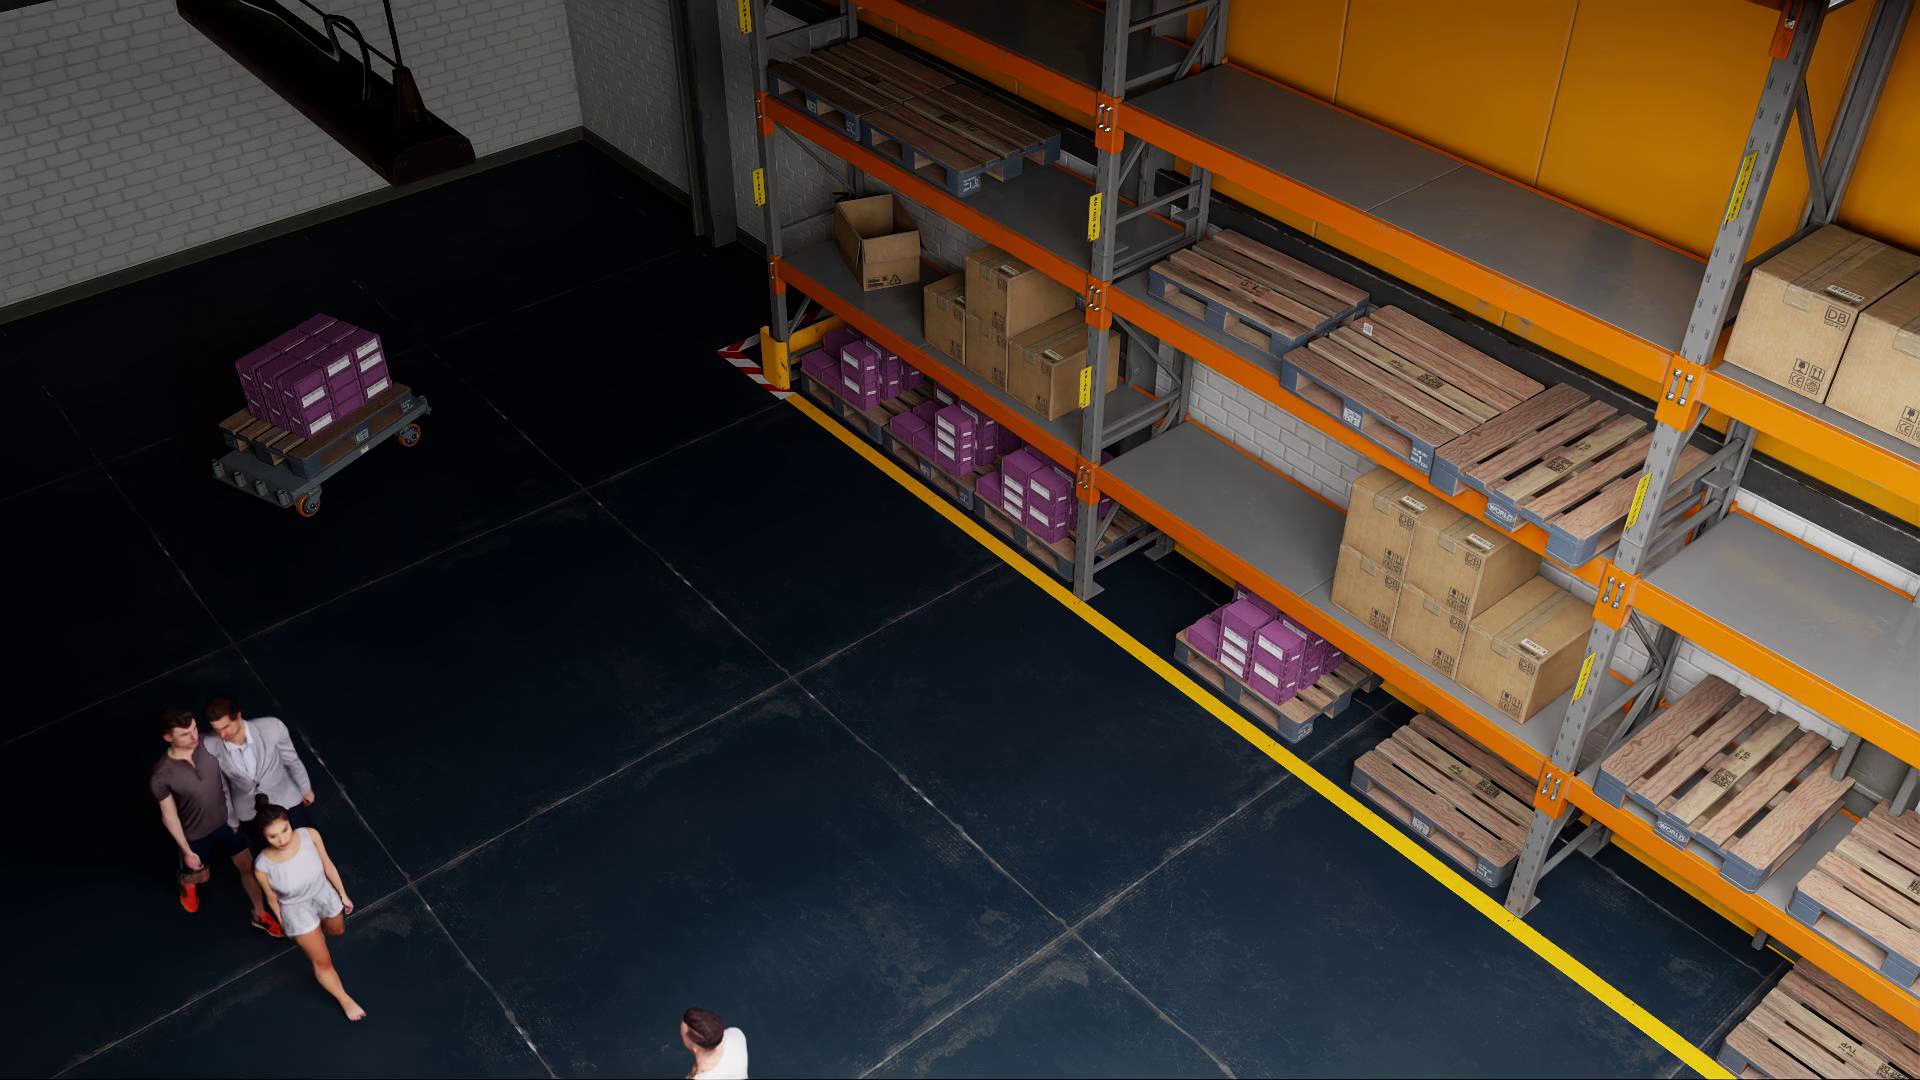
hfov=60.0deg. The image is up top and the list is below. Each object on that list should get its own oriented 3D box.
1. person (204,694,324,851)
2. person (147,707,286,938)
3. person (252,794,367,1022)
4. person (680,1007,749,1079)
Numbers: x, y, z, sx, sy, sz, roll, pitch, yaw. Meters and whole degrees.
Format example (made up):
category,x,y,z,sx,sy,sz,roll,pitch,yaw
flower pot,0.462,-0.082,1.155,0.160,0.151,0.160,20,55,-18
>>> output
category,x,y,z,sx,sy,sz,roll,pitch,yaw
person,-4.216,1.523,10.105,0.827,1.823,0.902,-14,41,-17
person,-4.547,1.671,9.913,1.129,1.831,0.820,27,46,30
person,-3.792,2.062,9.614,0.980,1.595,0.672,29,47,31
person,-1.200,2.935,8.326,0.716,1.838,0.745,15,41,18
